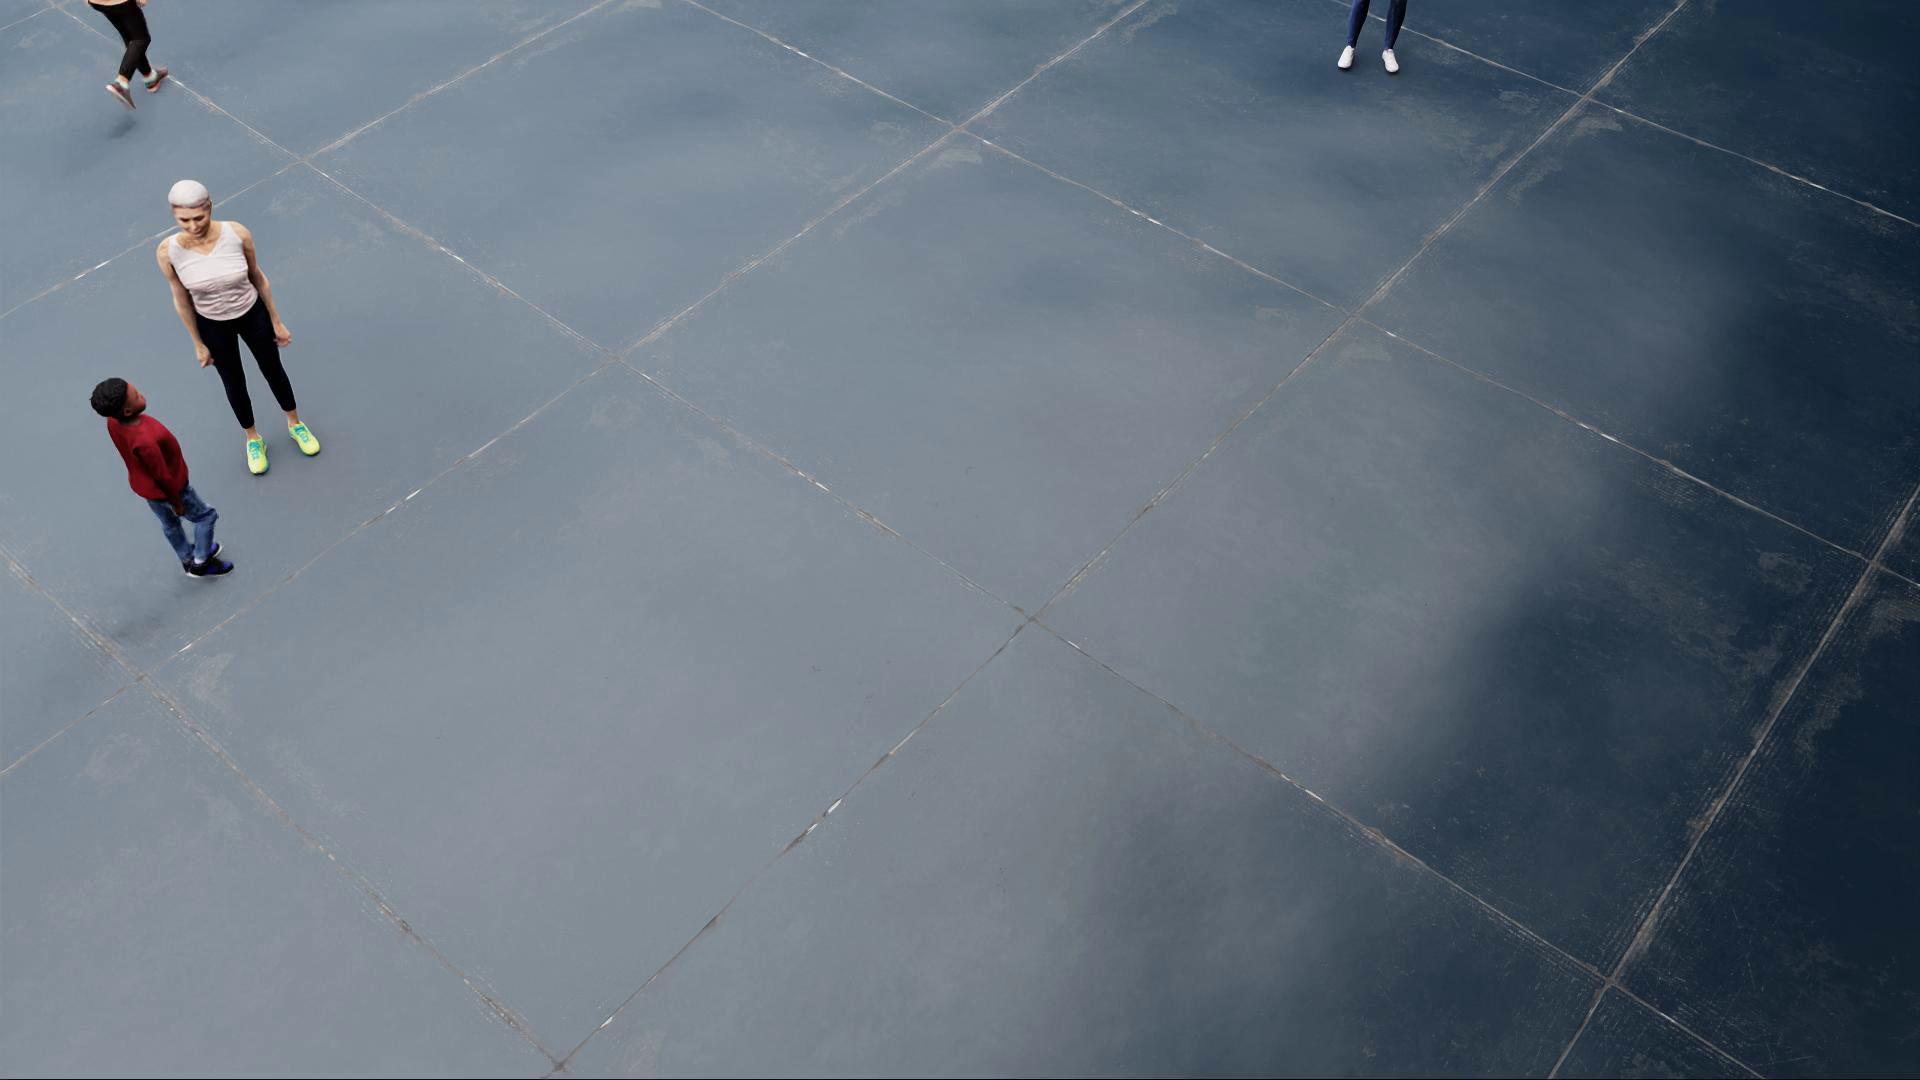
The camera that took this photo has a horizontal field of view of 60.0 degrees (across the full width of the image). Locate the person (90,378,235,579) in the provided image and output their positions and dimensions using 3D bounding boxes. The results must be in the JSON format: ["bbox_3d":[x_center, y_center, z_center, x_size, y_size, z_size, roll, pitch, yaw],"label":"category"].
[{"bbox_3d":[-3.812,-0.250,7.828,0.518,1.248,0.489,29,53,24],"label":"person"}]

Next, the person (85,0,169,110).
[{"bbox_3d":[-5.460,-3.453,10.639,0.750,1.467,0.917,13,49,12],"label":"person"}]

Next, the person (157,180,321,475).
[{"bbox_3d":[-3.616,-1.084,8.288,0.594,1.706,0.730,-22,51,-19],"label":"person"}]

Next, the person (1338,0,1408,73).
[{"bbox_3d":[2.841,-3.900,10.879,0.679,1.722,0.688,7,48,7],"label":"person"}]
